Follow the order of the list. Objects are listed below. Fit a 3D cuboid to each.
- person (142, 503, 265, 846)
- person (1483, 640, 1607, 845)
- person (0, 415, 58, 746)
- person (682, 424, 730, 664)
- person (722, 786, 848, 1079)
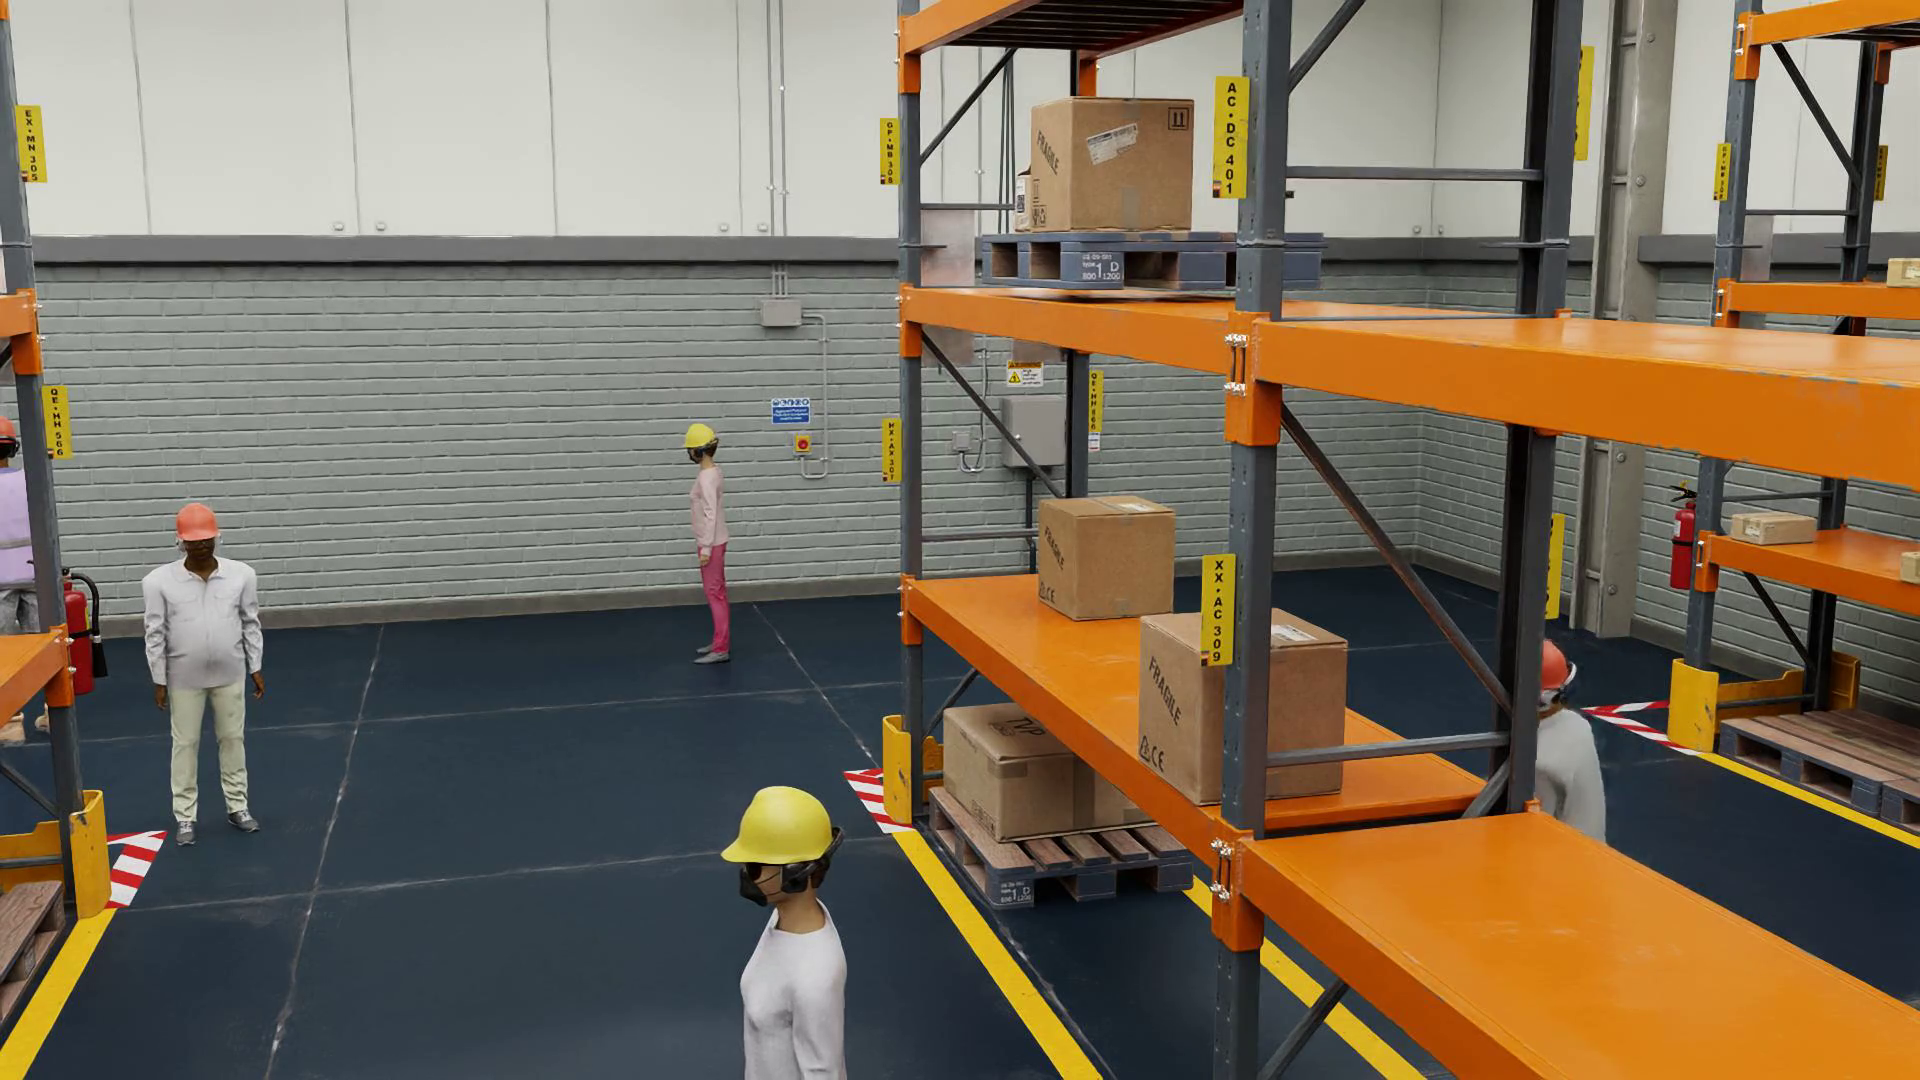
[{"bbox_3d":[-3.864,0.673,8.550,0.564,1.752,0.337,-7,12,-34],"label":"person"},{"bbox_3d":[2.172,1.175,5.837,0.699,1.706,0.621,6,12,30],"label":"person"},{"bbox_3d":[-5.827,0.241,10.188,0.381,2.045,0.605,6,12,32],"label":"person"},{"bbox_3d":[-1.861,0.029,12.198,0.325,1.763,0.533,-1,10,-4],"label":"person"},{"bbox_3d":[-0.408,1.454,4.070,0.309,1.769,0.523,-3,10,-15],"label":"person"}]
